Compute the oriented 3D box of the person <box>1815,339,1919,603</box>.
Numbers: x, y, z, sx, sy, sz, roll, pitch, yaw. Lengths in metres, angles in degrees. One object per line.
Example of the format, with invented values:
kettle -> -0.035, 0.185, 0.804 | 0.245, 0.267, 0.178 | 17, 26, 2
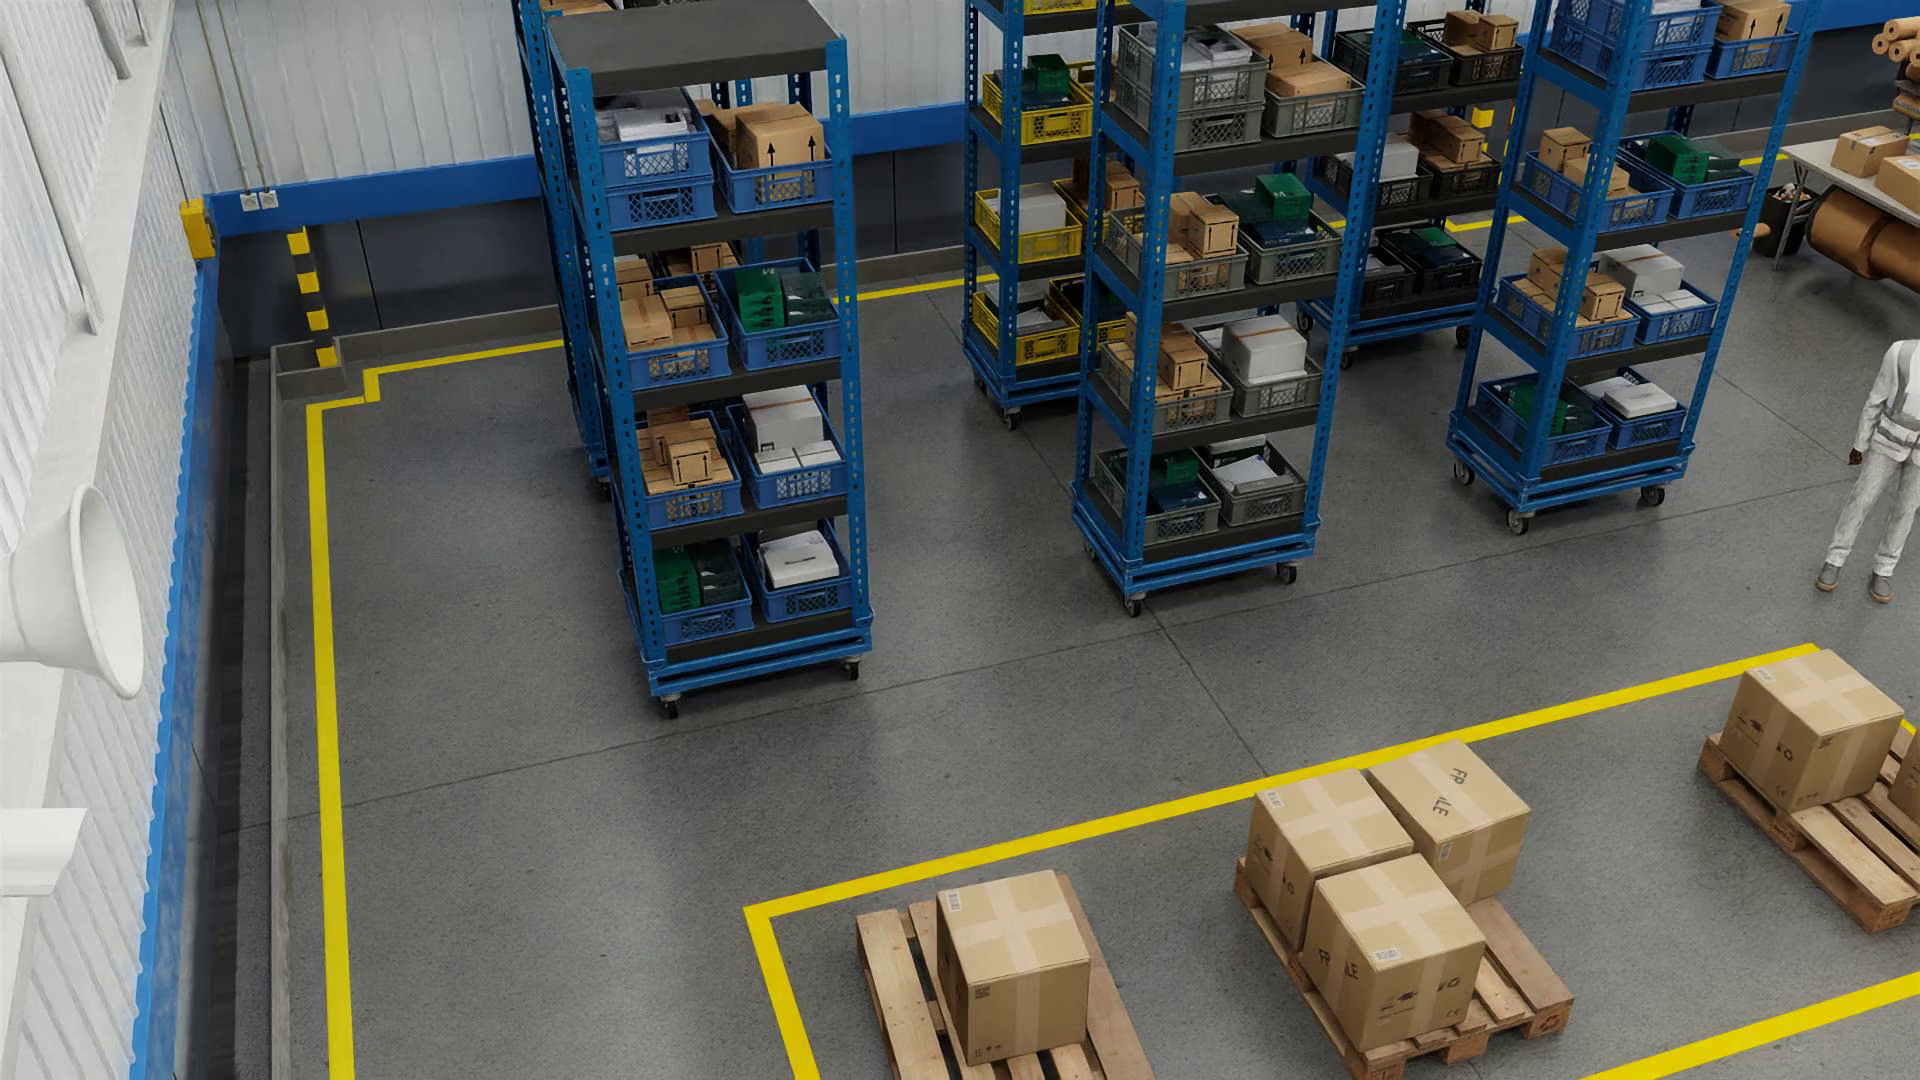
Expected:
person -> 5.335, -0.499, 9.364 | 0.572, 1.882, 0.357 | 14, 38, 20
